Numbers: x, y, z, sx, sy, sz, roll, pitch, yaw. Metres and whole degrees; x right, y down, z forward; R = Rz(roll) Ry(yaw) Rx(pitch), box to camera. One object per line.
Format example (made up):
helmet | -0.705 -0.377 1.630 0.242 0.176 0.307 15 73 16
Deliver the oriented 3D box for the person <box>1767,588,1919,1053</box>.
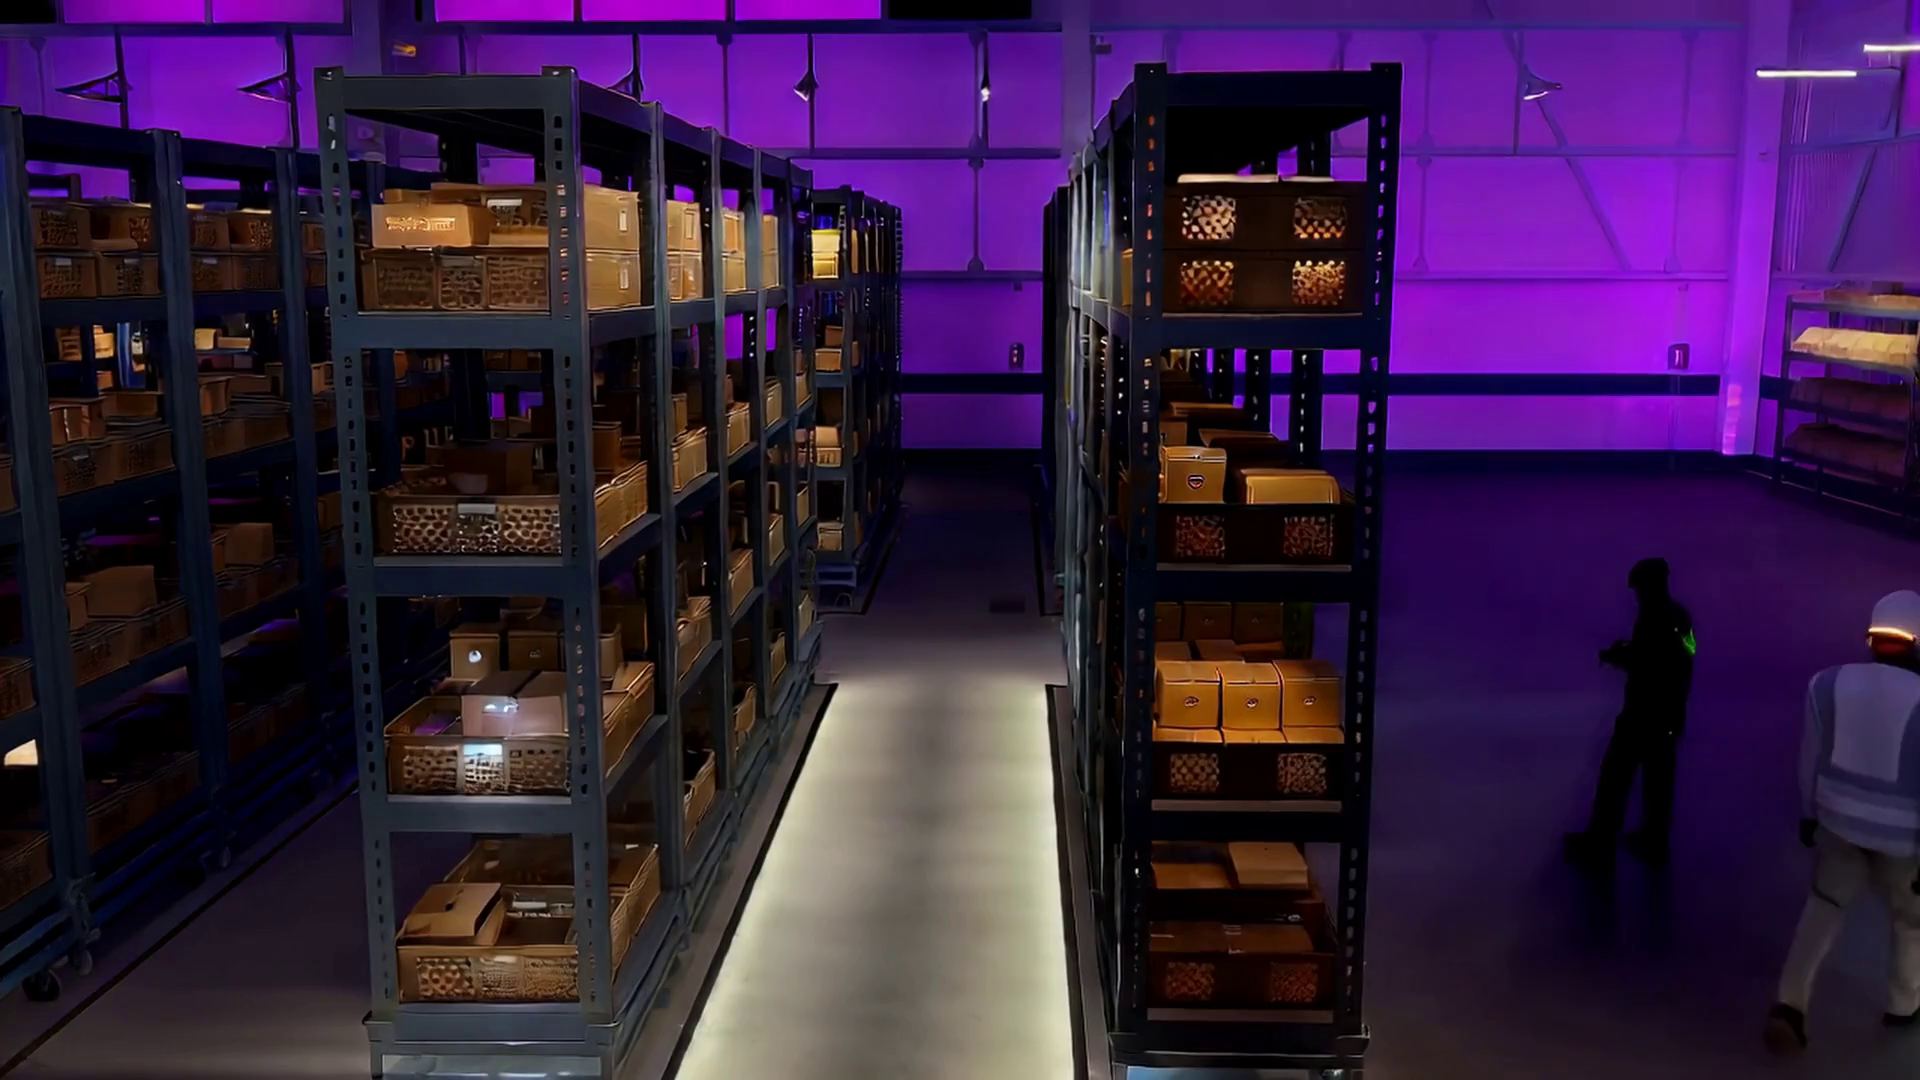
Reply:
person | 3.438 1.075 6.322 0.895 1.800 0.601 -7 12 -36
